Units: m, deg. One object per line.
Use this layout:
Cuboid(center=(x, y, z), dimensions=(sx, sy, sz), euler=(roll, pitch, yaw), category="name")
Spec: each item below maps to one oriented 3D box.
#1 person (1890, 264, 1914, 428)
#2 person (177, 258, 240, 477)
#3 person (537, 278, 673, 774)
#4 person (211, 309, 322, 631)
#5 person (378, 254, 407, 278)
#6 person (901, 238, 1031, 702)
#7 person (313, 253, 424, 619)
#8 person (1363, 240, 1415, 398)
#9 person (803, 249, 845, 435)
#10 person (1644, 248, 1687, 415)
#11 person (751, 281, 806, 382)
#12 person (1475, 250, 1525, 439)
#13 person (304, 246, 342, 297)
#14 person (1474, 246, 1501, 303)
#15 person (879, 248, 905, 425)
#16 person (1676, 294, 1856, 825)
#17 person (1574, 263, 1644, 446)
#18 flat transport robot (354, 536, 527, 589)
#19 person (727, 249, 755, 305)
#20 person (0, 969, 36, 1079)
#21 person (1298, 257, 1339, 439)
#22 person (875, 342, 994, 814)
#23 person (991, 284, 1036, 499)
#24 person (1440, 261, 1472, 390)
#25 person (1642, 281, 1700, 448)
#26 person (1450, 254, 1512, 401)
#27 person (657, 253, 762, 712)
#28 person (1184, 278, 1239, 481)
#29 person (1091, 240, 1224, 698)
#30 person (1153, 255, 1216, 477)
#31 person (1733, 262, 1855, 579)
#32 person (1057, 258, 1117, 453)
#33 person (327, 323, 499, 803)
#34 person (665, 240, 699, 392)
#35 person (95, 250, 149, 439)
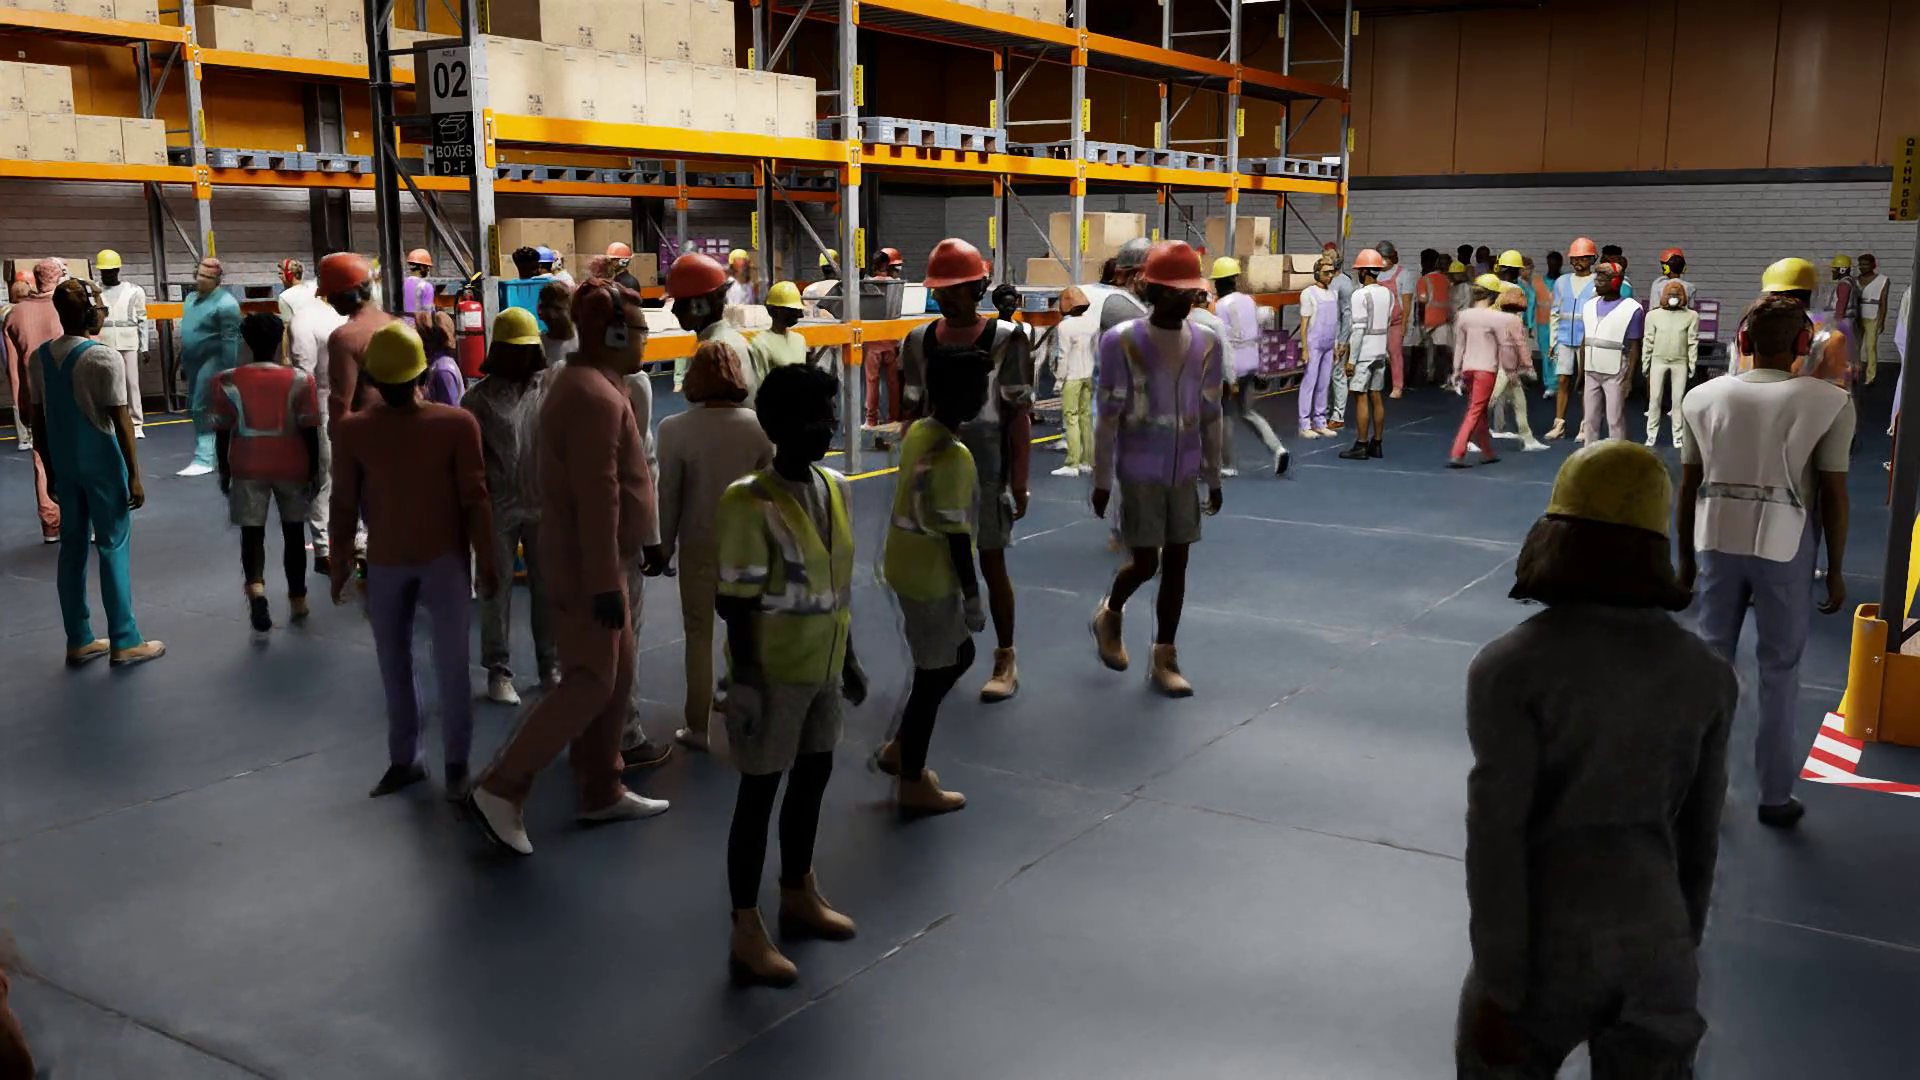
Cuboid(center=(10.120, -2.066, 17.663), dimensions=(0.353, 1.834, 0.518), euler=(6, 12, 29), category="person")
Cuboid(center=(-6.518, -1.500, 14.409), dimensions=(0.661, 1.870, 0.666), euler=(8, 13, 36), category="person")
Cuboid(center=(-1.354, -0.050, 6.362), dimensions=(0.574, 1.880, 0.358), euler=(8, 13, 37), category="person")
Cuboid(center=(-3.584, -0.351, 8.627), dimensions=(0.541, 1.684, 0.734), euler=(-3, 11, -18), category="person")
Cuboid(center=(-6.477, -2.385, 19.198), dimensions=(0.613, 1.924, 0.692), euler=(-6, 12, -32), category="person")
Cuboid(center=(0.008, -0.299, 7.334), dimensions=(0.614, 2.029, 0.409), euler=(4, 11, 23), category="person")
Cuboid(center=(-3.089, -0.521, 8.754), dimensions=(0.423, 1.952, 0.664), euler=(3, 11, 16), category="person")
Cuboid(center=(5.452, -2.839, 21.363), dimensions=(0.695, 2.000, 0.536), euler=(8, 13, 38), category="person")
Cuboid(center=(-1.328, -2.037, 17.224), dimensions=(0.585, 1.930, 0.361), euler=(-2, 10, -11), category="person")
Cuboid(center=(8.212, -2.424, 19.381), dimensions=(0.386, 1.929, 0.543), euler=(3, 11, 14), category="person")
Cuboid(center=(-1.140, -0.782, 10.752), dimensions=(0.340, 1.761, 0.527), euler=(7, 12, 33), category="person")
Cuboid(center=(5.562, -1.994, 17.040), dimensions=(0.407, 1.918, 0.583), euler=(-4, 11, -20), category="person")
Cuboid(center=(-7.120, -2.358, 18.943), dimensions=(0.616, 1.948, 0.390), euler=(-6, 12, -30), category="person")
Cuboid(center=(8.384, -3.746, 26.698), dimensions=(0.625, 1.933, 0.375), euler=(-4, 11, -23), category="person")
Cuboid(center=(-0.714, -2.153, 17.854), dimensions=(0.376, 1.934, 0.547), euler=(-1, 10, -6), category="person")
Cuboid(center=(2.776, 0.072, 5.810), dimensions=(0.568, 1.836, 0.389), euler=(10, 14, 44), category="person")
Cuboid(center=(5.283, -1.329, 13.555), dimensions=(0.394, 1.839, 0.563), euler=(-5, 12, -27), category="person")
Cuboid(center=(-2.866, 0.100, 9.980), dimensions=(1.431, 0.197, 0.652), euler=(-3, 11, -18), category="flat transport robot")
Cuboid(center=(-2.585, -2.419, 19.391), dimensions=(0.395, 1.919, 0.582), euler=(8, 13, 39), category="person")
Cuboid(center=(-0.693, 1.021, 1.113), dimensions=(0.536, 1.627, 0.375), euler=(1, 10, 3), category="person")
Cuboid(center=(3.676, -1.952, 16.989), dimensions=(0.518, 1.844, 0.332), euler=(-8, 13, -36), category="person")
Cuboid(center=(-0.069, 0.153, 5.787), dimensions=(0.389, 1.669, 0.554), euler=(-3, 11, -14), category="person")
Cuboid(center=(0.341, -1.146, 12.965), dimensions=(0.532, 1.690, 0.322), euler=(-4, 11, -19), category="person")
Cuboid(center=(6.746, -2.910, 22.616), dimensions=(0.338, 1.735, 0.486), euler=(-3, 11, -18), category="person")
Cuboid(center=(6.934, -1.708, 16.254), dimensions=(0.502, 1.626, 0.291), euler=(4, 11, 21), category="person")
Cuboid(center=(6.634, -2.677, 21.017), dimensions=(0.740, 1.858, 0.532), euler=(6, 12, 28), category="person")
Cuboid(center=(-1.013, -0.228, 7.116), dimensions=(0.510, 1.970, 0.613), euler=(0, 10, -1), category="person")
Cuboid(center=(2.046, -1.342, 13.975), dimensions=(0.564, 1.718, 0.620), euler=(-5, 11, -25), category="person")
Cuboid(center=(0.868, -0.317, 7.425), dimensions=(0.635, 2.024, 0.571), euler=(-5, 11, -24), category="person")
Cuboid(center=(1.917, -1.491, 14.206), dimensions=(0.617, 1.924, 0.384), euler=(7, 12, 34), category="person")
Cuboid(center=(4.869, -0.687, 9.840), dimensions=(0.792, 1.897, 0.491), euler=(3, 11, 17), category="person")
Cuboid(center=(1.289, -1.745, 15.809), dimensions=(0.699, 1.856, 0.368), euler=(2, 10, 12), category="person")
Cuboid(center=(-1.953, 0.100, 5.944), dimensions=(0.595, 1.735, 0.521), euler=(0, 10, -3), category="person")
Cuboid(center=(-3.565, -2.965, 22.060), dimensions=(0.701, 2.000, 0.536), euler=(0, 10, -2), category="person")
Cuboid(center=(-8.559, -1.974, 16.887), dimensions=(0.591, 1.923, 0.381), euler=(-4, 11, -21), category="person")
